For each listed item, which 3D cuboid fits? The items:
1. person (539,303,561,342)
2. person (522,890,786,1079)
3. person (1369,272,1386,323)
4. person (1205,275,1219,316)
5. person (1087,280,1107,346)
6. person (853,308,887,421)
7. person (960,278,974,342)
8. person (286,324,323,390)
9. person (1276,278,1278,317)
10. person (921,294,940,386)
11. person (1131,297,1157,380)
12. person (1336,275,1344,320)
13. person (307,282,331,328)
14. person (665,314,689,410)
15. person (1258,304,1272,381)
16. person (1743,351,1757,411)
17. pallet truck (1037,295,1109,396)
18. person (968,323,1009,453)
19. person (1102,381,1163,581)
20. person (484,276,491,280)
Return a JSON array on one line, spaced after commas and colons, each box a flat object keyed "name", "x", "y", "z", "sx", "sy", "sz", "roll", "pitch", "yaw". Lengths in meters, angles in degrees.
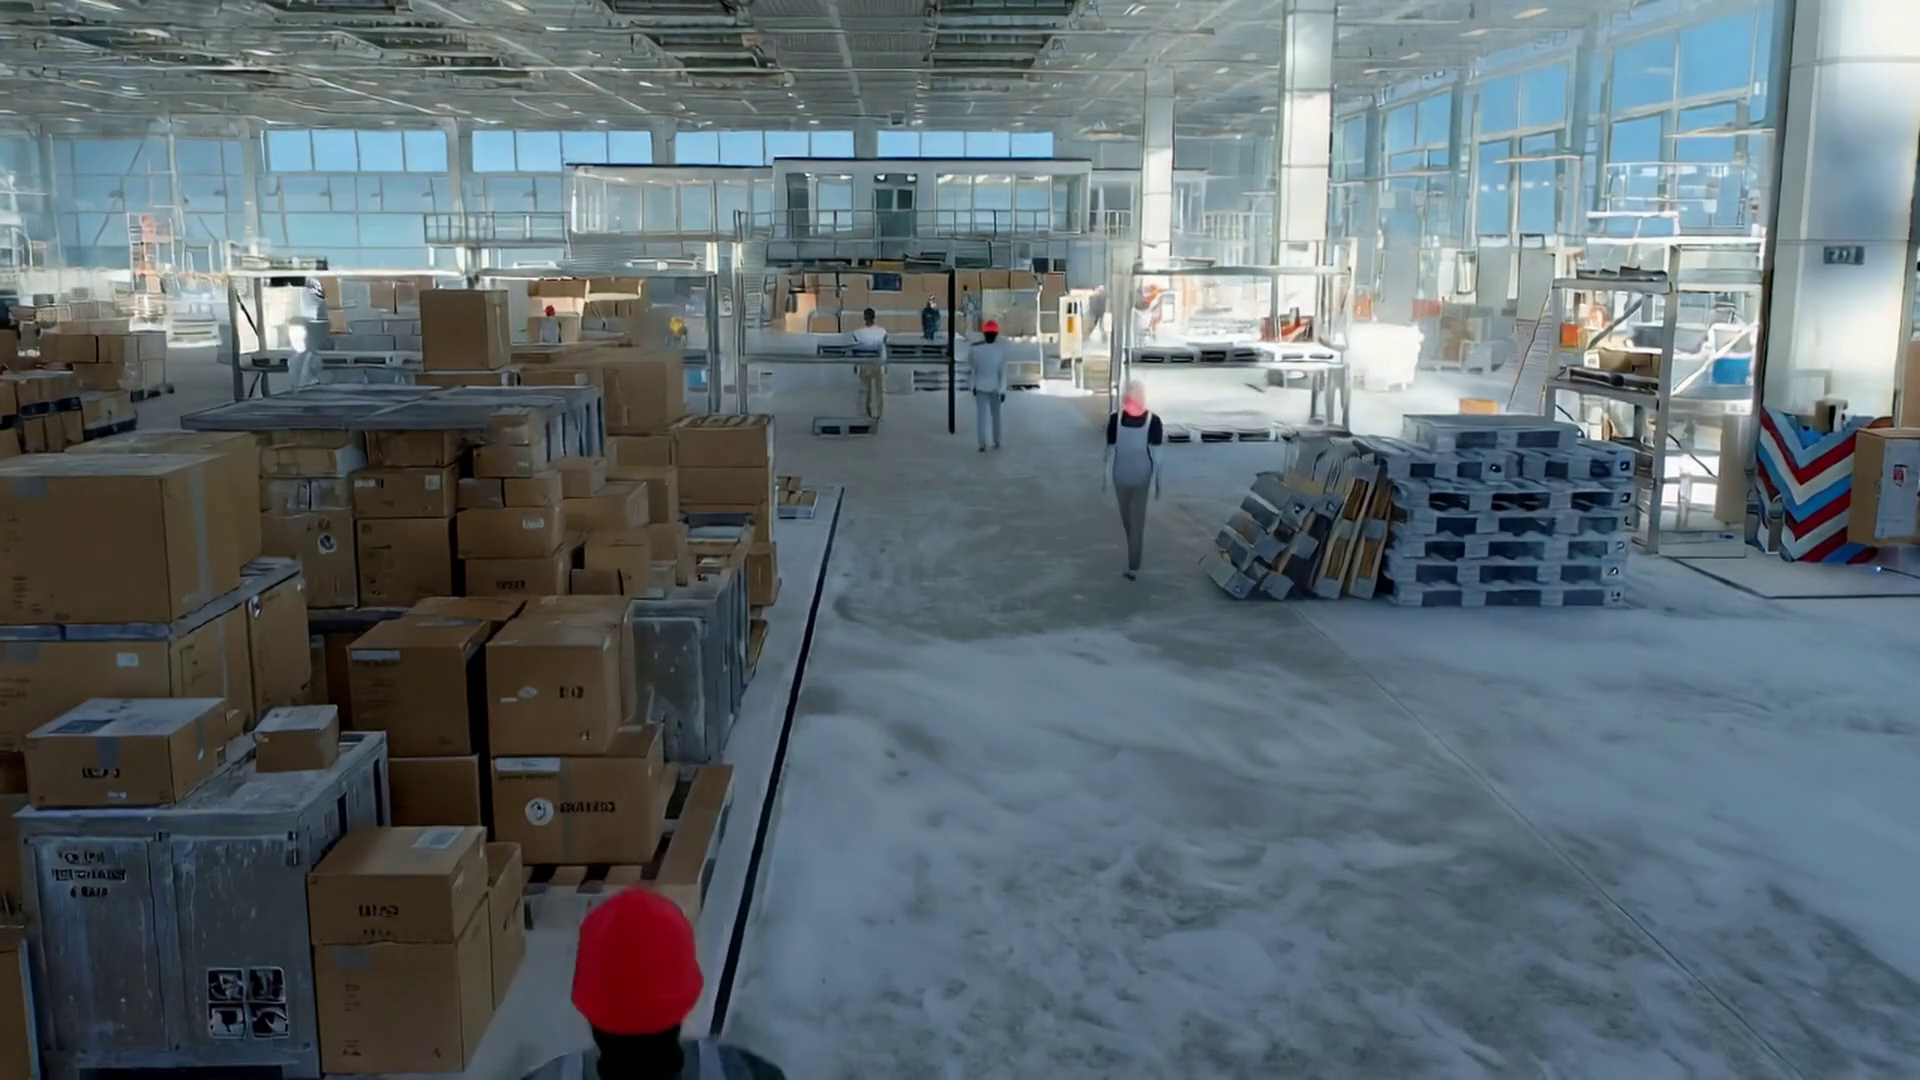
[{"name": "person", "x": -7.793, "y": -3.589, "z": 31.812, "sx": 0.332, "sy": 1.865, "sz": 0.520, "roll": 8, "pitch": 13, "yaw": 36}, {"name": "person", "x": -0.537, "y": 1.562, "z": 3.019, "sx": 0.557, "sy": 1.889, "sz": 0.972, "roll": -2, "pitch": 10, "yaw": -12}, {"name": "person", "x": 15.004, "y": -8.642, "z": 59.718, "sx": 0.609, "sy": 1.946, "sz": 0.405, "roll": 7, "pitch": 12, "yaw": 34}, {"name": "person", "x": 9.041, "y": -8.671, "z": 60.017, "sx": 0.952, "sy": 1.889, "sz": 0.562, "roll": -1, "pitch": 10, "yaw": -8}, {"name": "person", "x": 4.015, "y": -6.664, "z": 48.793, "sx": 0.636, "sy": 1.919, "sz": 0.662, "roll": -5, "pitch": 11, "yaw": -26}, {"name": "person", "x": -1.517, "y": -2.964, "z": 28.183, "sx": 0.591, "sy": 1.916, "sz": 0.393, "roll": -2, "pitch": 10, "yaw": -10}, {"name": "person", "x": 0.209, "y": -6.933, "z": 50.257, "sx": 0.377, "sy": 1.929, "sz": 0.585, "roll": 5, "pitch": 12, "yaw": 28}, {"name": "person", "x": -8.646, "y": -1.866, "z": 21.945, "sx": 0.607, "sy": 1.958, "sz": 0.397, "roll": 8, "pitch": 13, "yaw": 37}, {"name": "person", "x": 13.029, "y": -9.979, "z": 67.466, "sx": 0.632, "sy": 1.843, "sz": 0.429, "roll": -1, "pitch": 10, "yaw": -6}, {"name": "person", "x": -0.592, "y": -4.246, "z": 35.259, "sx": 0.371, "sy": 1.940, "sz": 0.630, "roll": 4, "pitch": 11, "yaw": 22}, {"name": "person", "x": 4.034, "y": -4.458, "z": 36.758, "sx": 0.630, "sy": 1.831, "sz": 0.444, "roll": 0, "pitch": 10, "yaw": 0}, {"name": "person", "x": 14.792, "y": -9.630, "z": 65.119, "sx": 0.392, "sy": 1.992, "sz": 0.615, "roll": 0, "pitch": 10, "yaw": 0}, {"name": "person", "x": -16.880, "y": -5.816, "z": 43.718, "sx": 1.002, "sy": 2.000, "sz": 0.690, "roll": 0, "pitch": 10, "yaw": 2}, {"name": "person", "x": -5.127, "y": -3.216, "z": 30.066, "sx": 0.493, "sy": 1.743, "sz": 0.314, "roll": 5, "pitch": 11, "yaw": 26}, {"name": "person", "x": 6.770, "y": -4.330, "z": 36.432, "sx": 0.543, "sy": 1.679, "sz": 0.480, "roll": 9, "pitch": 14, "yaw": 42}, {"name": "person", "x": 9.610, "y": -1.486, "z": 20.035, "sx": 0.564, "sy": 1.889, "sz": 0.993, "roll": -5, "pitch": 11, "yaw": -25}, {"name": "pallet truck", "x": 2.483, "y": -3.881, "z": 33.060, "sx": 1.885, "sy": 1.965, "sz": 0.823, "roll": -7, "pitch": 13, "yaw": -36}, {"name": "person", "x": 0.413, "y": -2.210, "z": 24.145, "sx": 0.594, "sy": 1.859, "sz": 1.042, "roll": 1, "pitch": 10, "yaw": 5}, {"name": "person", "x": 1.578, "y": -0.566, "z": 15.210, "sx": 0.505, "sy": 1.786, "sz": 1.022, "roll": 4, "pitch": 11, "yaw": 22}, {"name": "person", "x": -18.337, "y": -9.457, "z": 64.464, "sx": 0.602, "sy": 1.870, "sz": 0.446, "roll": 2, "pitch": 10, "yaw": 9}]
